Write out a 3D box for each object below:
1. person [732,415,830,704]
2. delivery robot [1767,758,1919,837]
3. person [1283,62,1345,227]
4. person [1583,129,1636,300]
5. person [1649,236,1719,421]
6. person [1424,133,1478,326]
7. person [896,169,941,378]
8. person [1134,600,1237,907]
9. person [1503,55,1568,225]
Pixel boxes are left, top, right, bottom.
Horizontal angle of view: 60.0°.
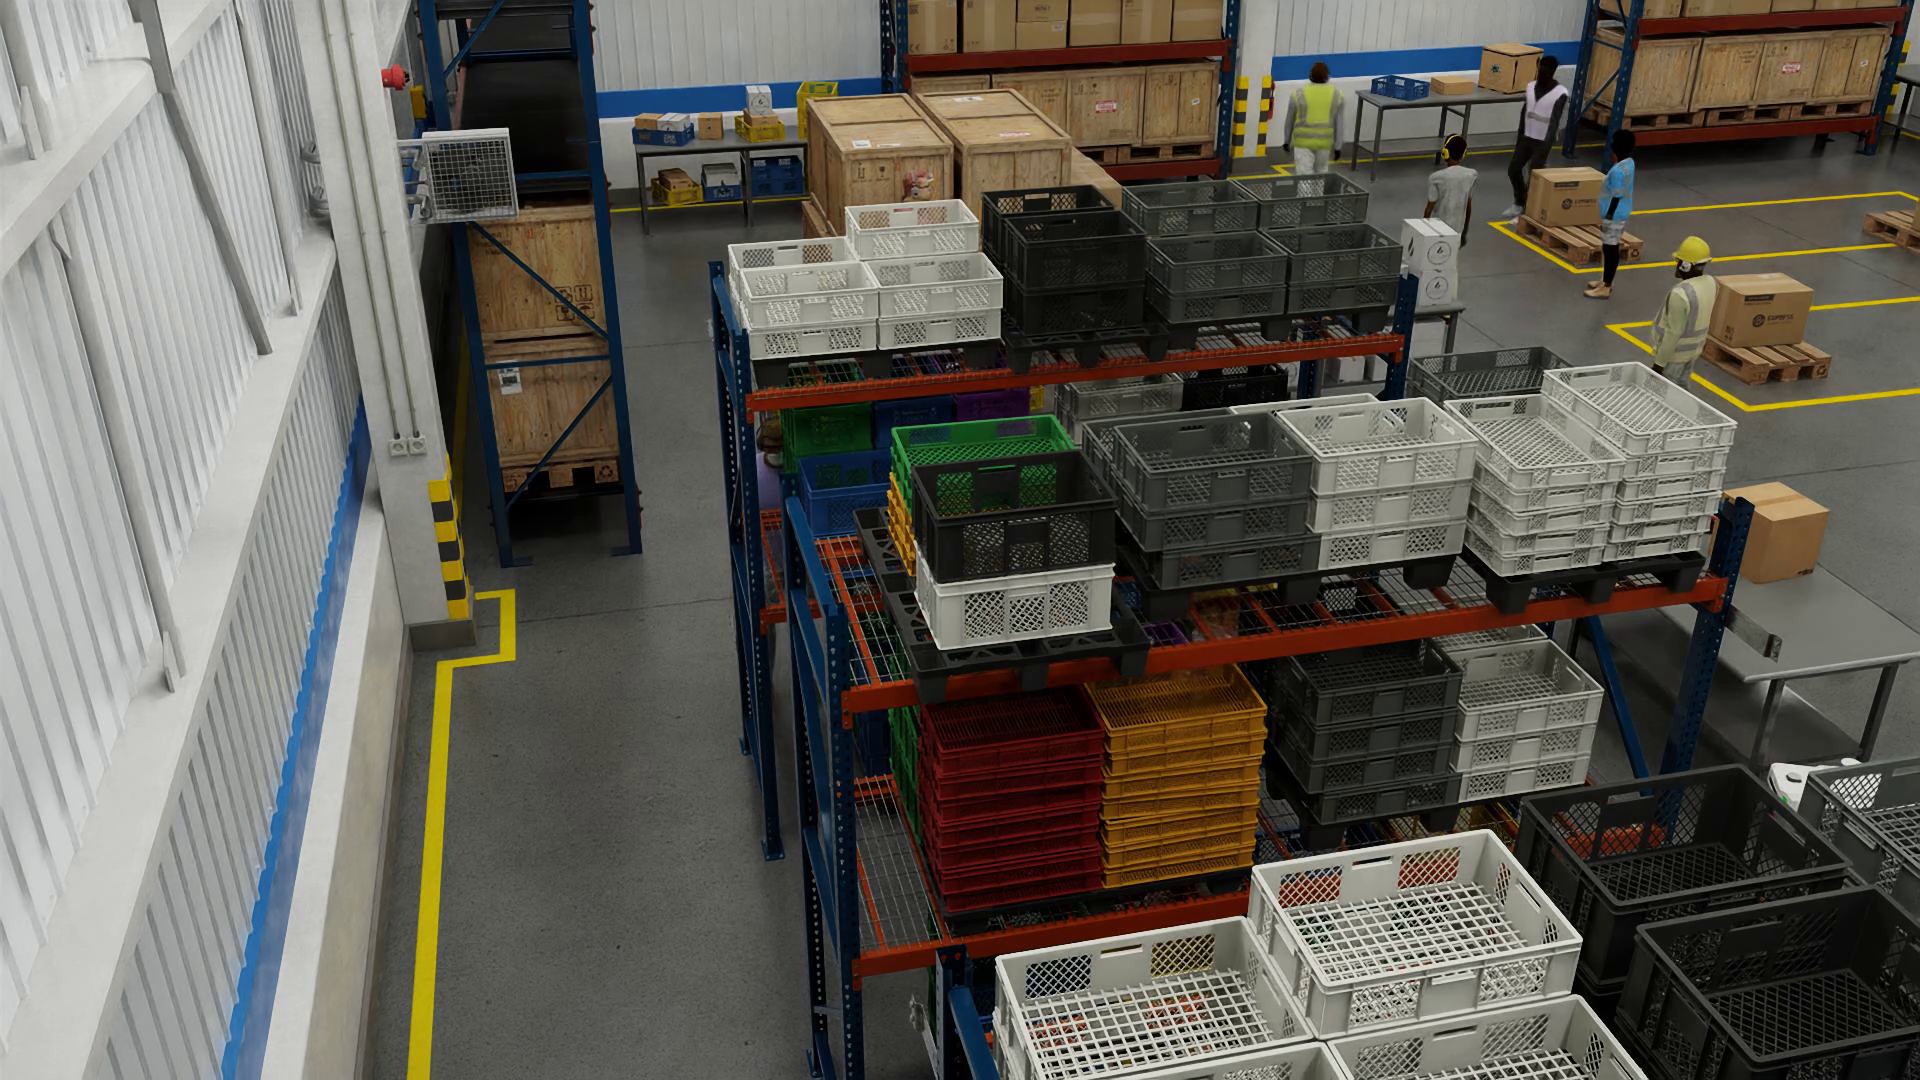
[{"bbox_3d":[-1.064,0.124,10.008,0.635,1.936,0.354,-4,28,-8],"label":"person"},{"bbox_3d":[4.744,1.400,8.961,0.707,0.478,0.477,6,28,11],"label":"delivery robot"},{"bbox_3d":[4.008,-4.544,19.002,0.646,1.799,0.868,0,28,0],"label":"person"},{"bbox_3d":[6.560,-3.271,16.699,0.321,1.699,0.536,15,31,26],"label":"person"},{"bbox_3d":[5.687,-1.514,13.227,0.600,1.829,0.404,-23,35,-36],"label":"person"},{"bbox_3d":[4.644,-2.948,15.925,0.504,1.861,0.328,-5,28,-9],"label":"person"},{"bbox_3d":[-0.367,-2.314,14.661,0.410,1.913,0.643,-2,28,-3],"label":"person"},{"bbox_3d":[1.151,0.991,8.489,0.594,1.837,0.830,17,32,29],"label":"person"},{"bbox_3d":[6.539,-4.540,18.892,0.470,1.904,0.603,-15,31,-26],"label":"person"}]
